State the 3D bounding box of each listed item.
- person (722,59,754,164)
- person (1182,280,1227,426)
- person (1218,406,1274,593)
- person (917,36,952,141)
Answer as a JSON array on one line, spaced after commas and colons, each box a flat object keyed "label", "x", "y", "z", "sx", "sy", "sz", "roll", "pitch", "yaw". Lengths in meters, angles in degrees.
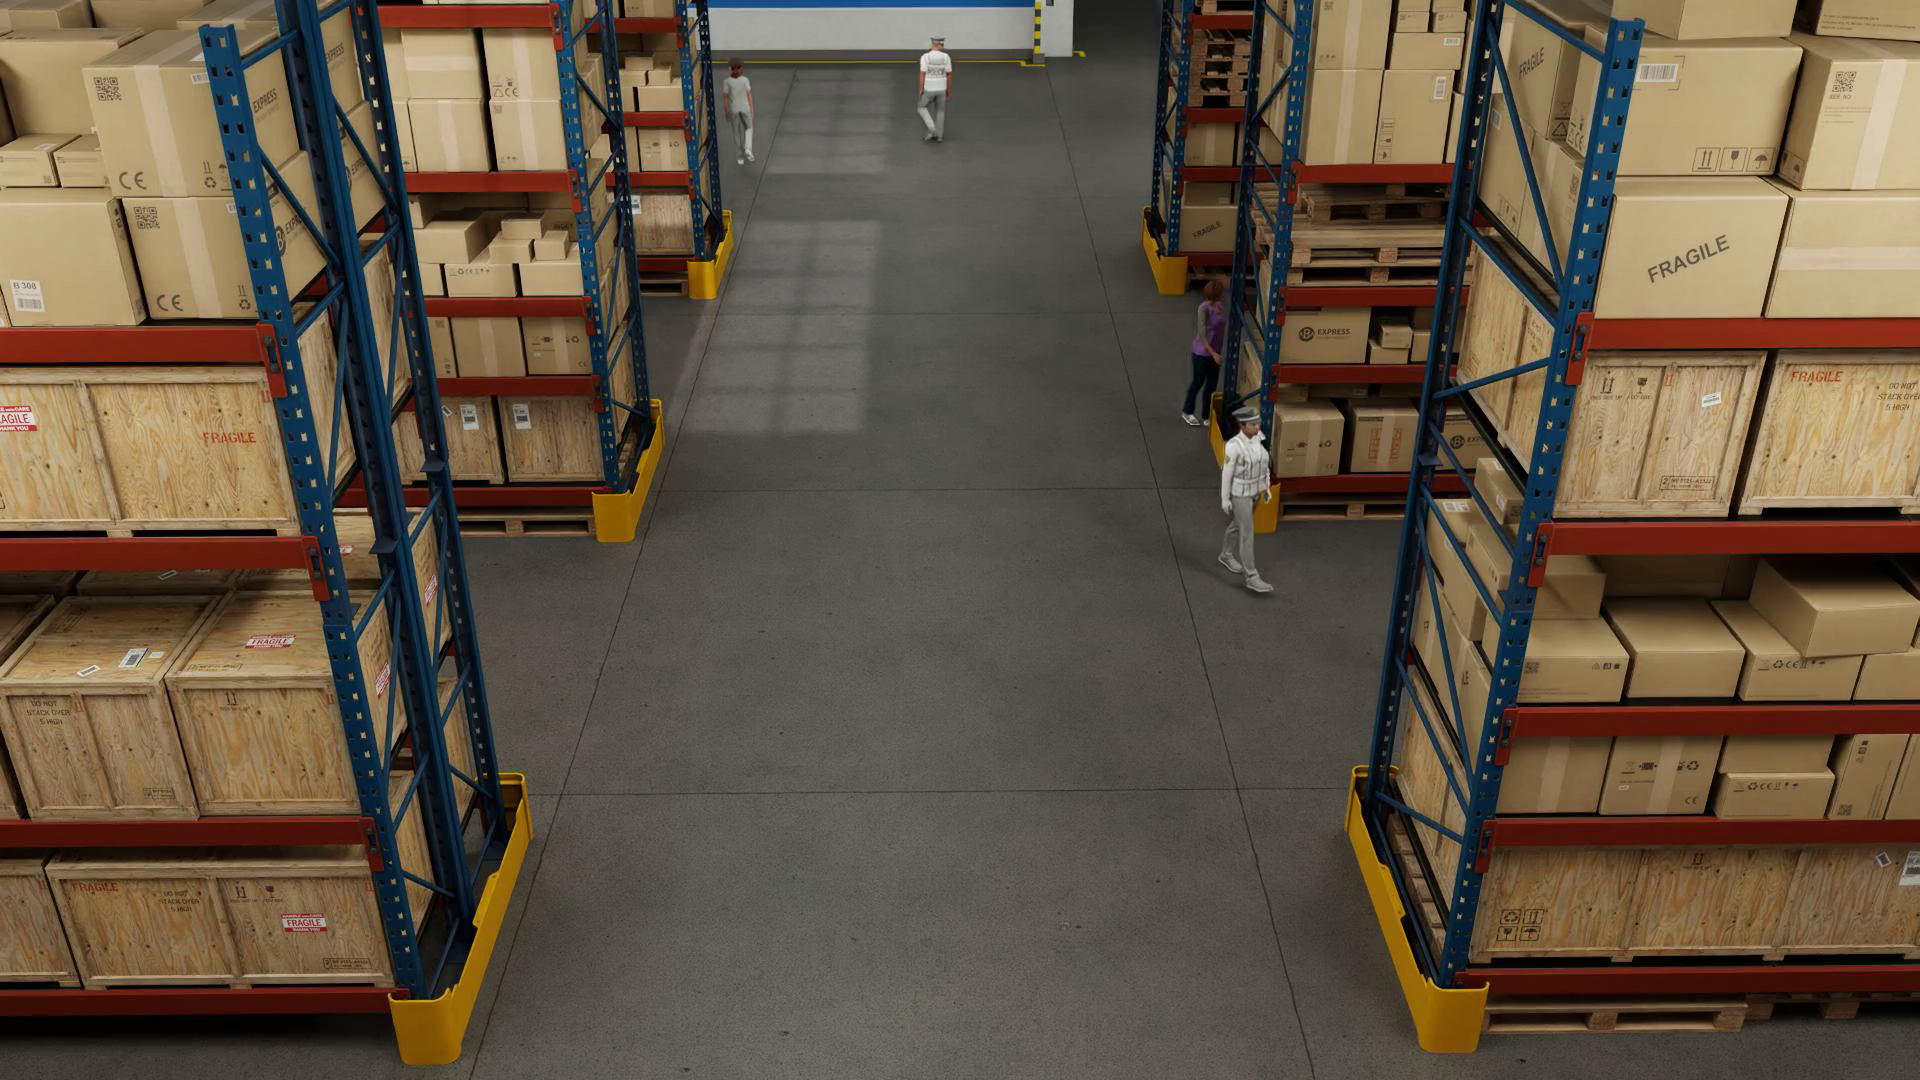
[{"label": "person", "x": -3.567, "y": -6.890, "z": 26.786, "sx": 0.485, "sy": 1.680, "sz": 0.484, "roll": -7, "pitch": 29, "yaw": -12}, {"label": "person", "x": 2.703, "y": -1.971, "z": 17.747, "sx": 0.444, "sy": 1.605, "sz": 0.553, "roll": -24, "pitch": 37, "yaw": -38}, {"label": "person", "x": 2.625, "y": -0.392, "z": 14.714, "sx": 0.493, "sy": 1.677, "sz": 0.763, "roll": -22, "pitch": 35, "yaw": -35}, {"label": "person", "x": -0.431, "y": -7.584, "z": 28.006, "sx": 0.567, "sy": 1.750, "sz": 0.499, "roll": -7, "pitch": 29, "yaw": -12}]
